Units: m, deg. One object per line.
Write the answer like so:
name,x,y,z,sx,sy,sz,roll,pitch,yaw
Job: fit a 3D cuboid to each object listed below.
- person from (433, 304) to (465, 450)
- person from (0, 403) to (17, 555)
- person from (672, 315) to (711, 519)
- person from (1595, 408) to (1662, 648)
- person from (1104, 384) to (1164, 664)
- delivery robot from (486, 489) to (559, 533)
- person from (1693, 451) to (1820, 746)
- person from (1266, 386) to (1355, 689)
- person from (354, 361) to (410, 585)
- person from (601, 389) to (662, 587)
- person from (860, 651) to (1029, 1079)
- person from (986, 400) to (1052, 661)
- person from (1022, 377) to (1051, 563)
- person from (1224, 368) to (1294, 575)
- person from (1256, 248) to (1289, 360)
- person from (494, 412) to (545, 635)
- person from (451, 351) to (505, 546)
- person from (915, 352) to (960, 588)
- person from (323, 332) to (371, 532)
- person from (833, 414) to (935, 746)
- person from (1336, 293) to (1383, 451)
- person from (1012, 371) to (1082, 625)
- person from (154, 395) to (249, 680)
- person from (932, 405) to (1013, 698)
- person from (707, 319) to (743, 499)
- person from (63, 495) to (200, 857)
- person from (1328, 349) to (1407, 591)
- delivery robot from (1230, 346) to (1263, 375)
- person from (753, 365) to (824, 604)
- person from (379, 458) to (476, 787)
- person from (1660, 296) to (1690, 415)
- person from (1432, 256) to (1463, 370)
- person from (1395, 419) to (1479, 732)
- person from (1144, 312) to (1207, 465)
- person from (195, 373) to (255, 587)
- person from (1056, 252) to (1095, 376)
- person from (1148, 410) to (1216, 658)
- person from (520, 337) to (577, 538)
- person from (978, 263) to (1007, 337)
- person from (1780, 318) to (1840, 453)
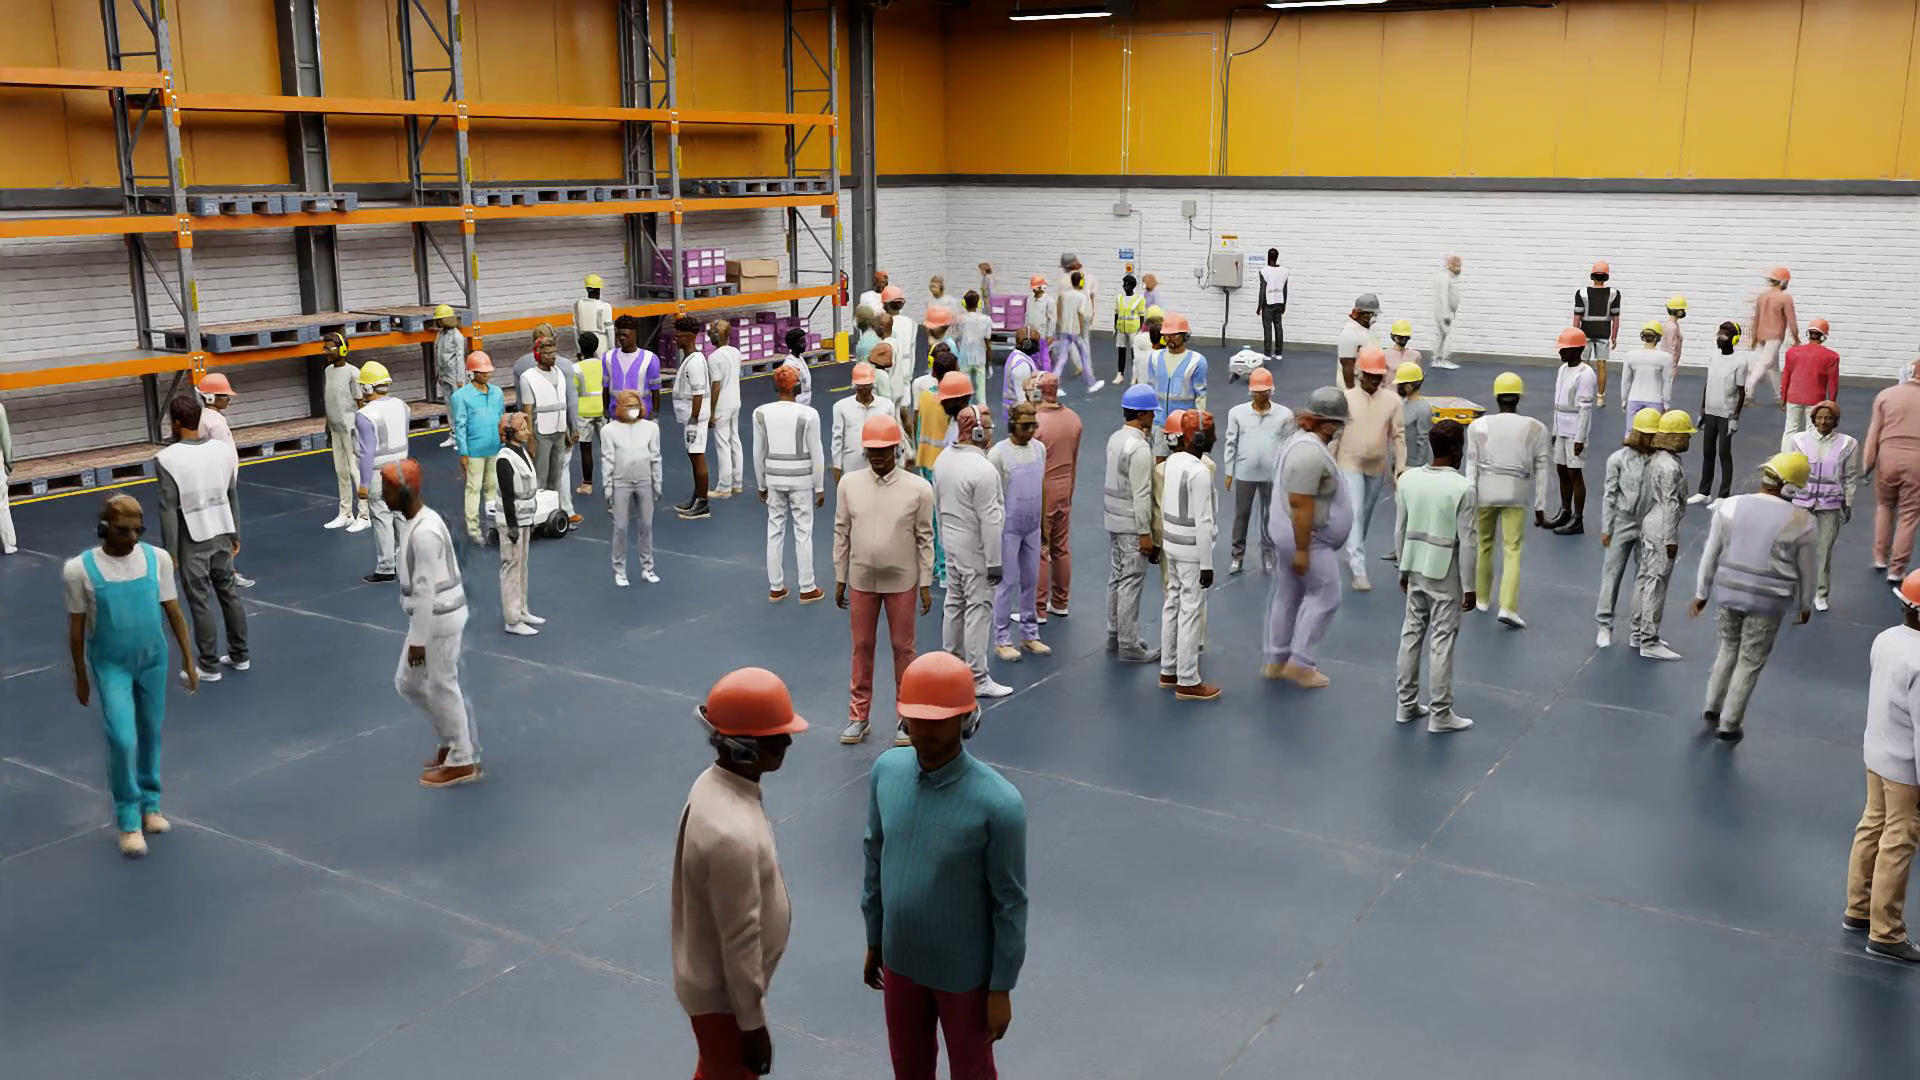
person,-6.125,-1.957,19.968,0.485,1.737,0.323,11,17,40
person,-8.545,-0.650,14.506,0.522,1.640,0.306,-10,16,-37
person,-2.604,-1.191,16.141,0.367,1.963,0.604,-3,13,-13
person,4.806,-0.079,11.802,0.492,1.740,0.324,1,13,4
person,1.199,-0.115,11.540,0.407,1.941,0.607,-3,13,-11
delivery robot,-3.981,-0.295,15.134,0.477,0.478,0.707,6,14,24
person,4.750,0.348,9.865,0.554,1.789,0.625,-10,16,-38
person,2.317,-0.042,10.990,0.547,2.000,0.691,0,13,1
person,-4.743,-0.549,13.641,0.404,1.833,0.590,4,13,15
person,-2.672,-0.431,13.592,0.494,1.624,0.279,-6,14,-25
person,-0.070,1.309,5.225,0.614,1.997,0.374,10,16,36
person,0.408,-0.066,11.558,0.517,1.835,0.361,-10,16,-37
person,0.651,-0.572,14.163,0.310,1.642,0.514,9,16,34
person,2.493,-0.569,13.903,0.573,1.749,0.339,2,13,8
person,5.400,-4.069,28.727,0.597,1.916,0.370,-7,15,-27
person,-3.257,-0.128,12.236,0.311,1.642,0.512,0,13,-1
person,-4.309,-0.836,15.060,0.330,1.751,0.565,8,15,31
person,-0.146,-0.572,13.550,0.391,1.920,0.590,-9,16,-33
person,-5.778,-1.012,15.573,0.513,1.872,0.328,8,15,31
person,-0.456,0.239,9.866,0.611,1.996,0.379,2,13,9
person,4.388,-1.692,18.145,0.535,2.000,0.686,8,15,32
person,0.620,-0.318,12.484,0.410,1.907,0.643,11,17,40
person,-5.072,-0.016,11.165,0.388,1.915,0.594,6,14,23
person,0.095,0.070,10.797,0.409,1.906,0.651,-8,15,-30
person,-2.426,-1.336,17.032,0.345,1.846,0.508,6,14,23
person,-4.146,0.671,8.396,0.689,1.811,0.512,12,18,42
person,3.347,-0.618,13.739,0.627,1.939,1.053,-1,13,-4
delivery robot,4.459,-2.777,25.892,0.477,0.478,0.707,6,15,26
person,-1.327,-0.430,13.019,0.574,1.883,0.356,4,14,16
person,-2.922,0.463,9.173,0.421,1.866,0.587,-7,15,-27
person,8.879,-2.165,20.799,0.320,1.769,0.523,4,13,16
person,8.052,-3.724,27.355,0.594,1.870,0.650,7,15,27
person,2.893,0.215,10.139,0.391,1.920,0.587,-9,16,-33
person,2.006,-1.116,15.643,0.605,2.044,0.375,7,15,29
person,-6.018,-0.486,13.548,0.338,1.747,0.573,-11,17,-38
person,1.859,-3.593,26.391,0.725,2.000,0.693,-10,16,-37
person,1.516,-0.033,11.578,0.564,1.752,0.340,-10,17,-38
person,-3.830,-0.960,15.398,0.373,1.843,0.570,6,14,24
person,0.590,-4.291,30.439,0.880,1.576,0.508,-7,15,-27
person,9.293,-1.555,18.214,0.579,1.737,0.355,10,16,37
